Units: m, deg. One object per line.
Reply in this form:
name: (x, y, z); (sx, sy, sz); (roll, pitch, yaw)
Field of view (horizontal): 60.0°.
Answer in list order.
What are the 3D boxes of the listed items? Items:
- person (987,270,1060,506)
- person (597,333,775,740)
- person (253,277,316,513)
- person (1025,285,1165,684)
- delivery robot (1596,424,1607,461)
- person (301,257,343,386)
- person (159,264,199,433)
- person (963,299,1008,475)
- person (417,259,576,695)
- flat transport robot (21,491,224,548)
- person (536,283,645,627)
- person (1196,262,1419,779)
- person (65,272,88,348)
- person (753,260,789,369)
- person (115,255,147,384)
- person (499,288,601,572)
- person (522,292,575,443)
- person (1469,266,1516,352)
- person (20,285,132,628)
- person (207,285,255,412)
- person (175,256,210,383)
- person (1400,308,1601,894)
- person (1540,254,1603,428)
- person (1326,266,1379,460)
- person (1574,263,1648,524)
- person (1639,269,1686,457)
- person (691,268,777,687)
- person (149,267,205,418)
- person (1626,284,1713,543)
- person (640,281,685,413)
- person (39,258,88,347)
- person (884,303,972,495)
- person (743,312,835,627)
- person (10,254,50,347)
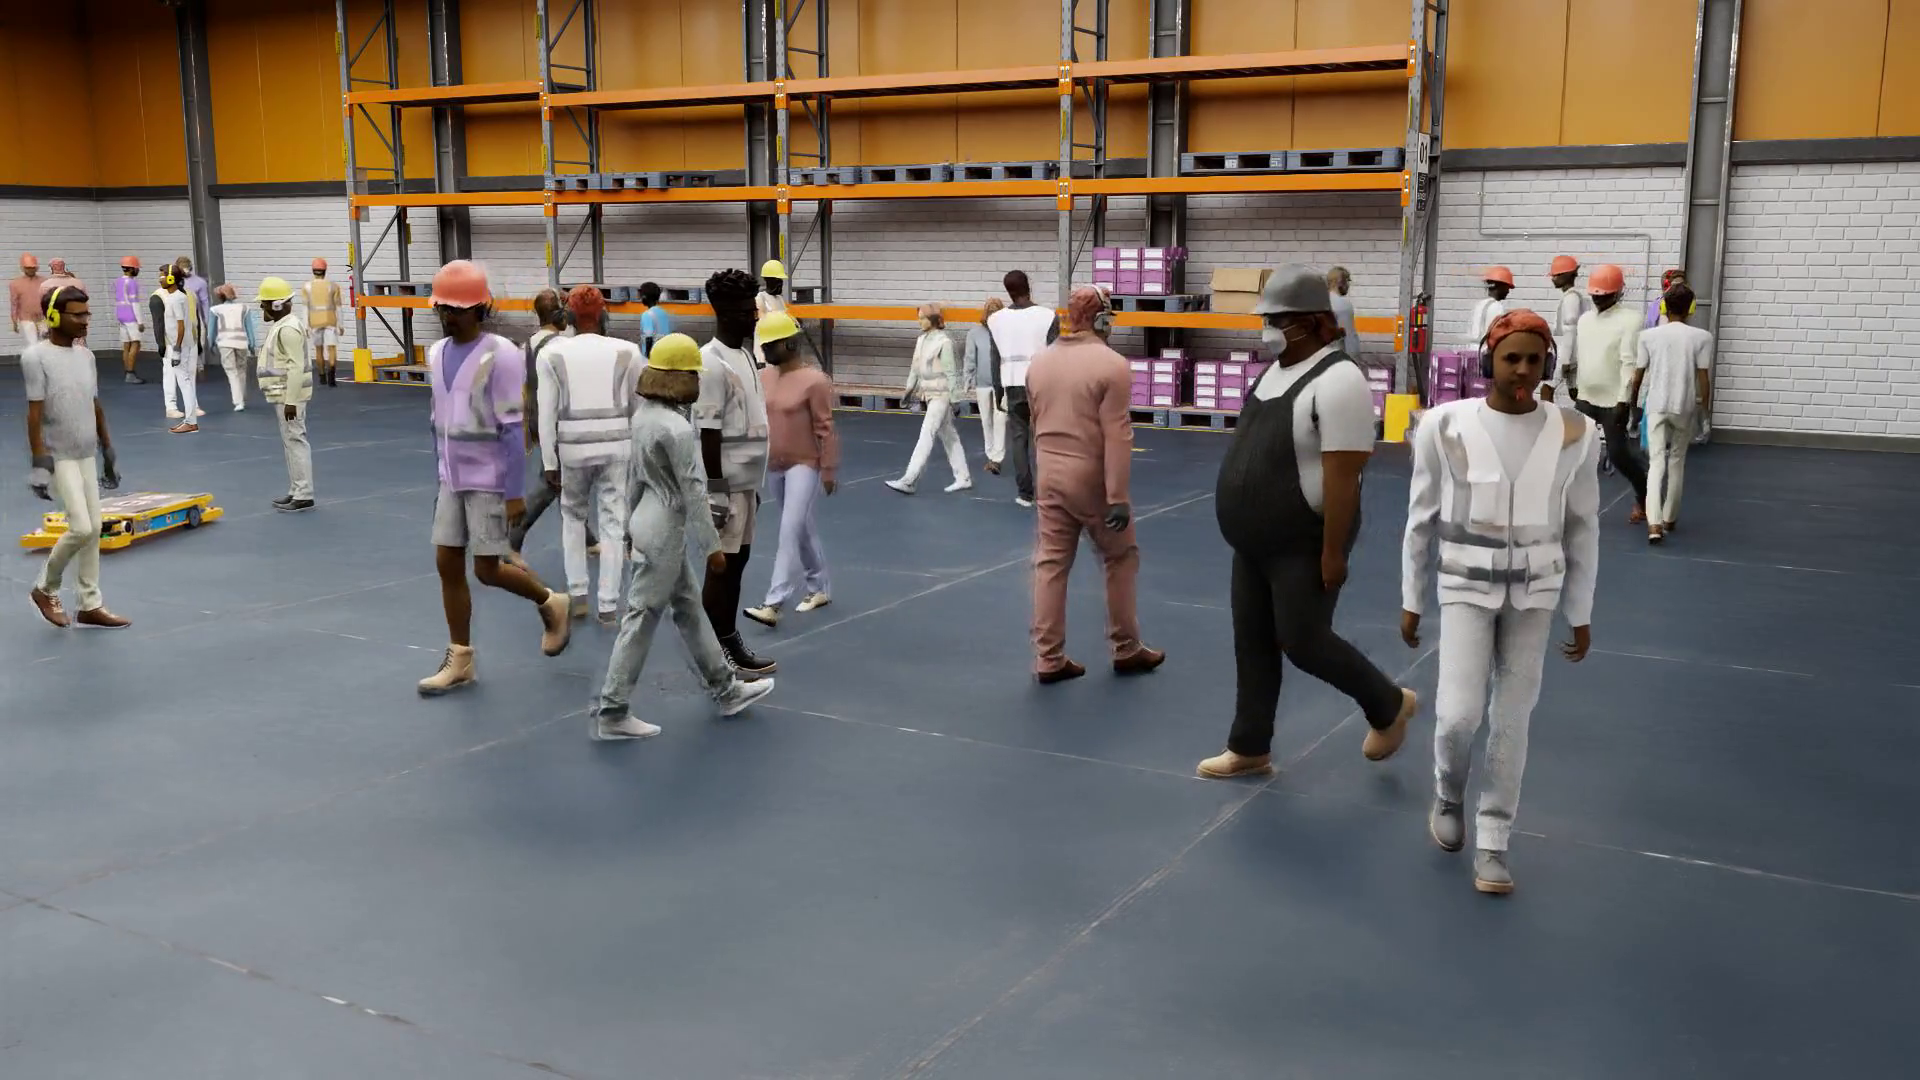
person: (0.547, -1.199, 13.267); (0.710, 1.878, 0.365); (3, 11, 19)
person: (-1.159, -0.013, 7.016); (0.867, 1.694, 0.505); (-5, 11, -24)
person: (-5.261, -1.128, 12.977); (0.403, 1.827, 0.600); (-5, 11, -26)
person: (0.670, -0.269, 7.955); (0.815, 1.876, 0.680); (-9, 14, -43)
delivery robot: (5.696, -0.937, 15.242); (0.477, 0.478, 0.707); (-1, 10, -9)
person: (-9.446, -3.229, 24.659); (0.559, 1.912, 0.864); (-3, 10, -17)
person: (-8.694, -2.121, 18.483); (0.327, 1.874, 0.518); (-4, 11, -21)
person: (0.288, -1.387, 15.127); (0.498, 1.589, 0.896); (2, 10, 13)
person: (-2.201, -0.301, 7.783); (0.620, 2.013, 0.760); (7, 12, 35)
flat transport robot: (-5.959, -0.158, 11.900); (0.652, 0.197, 1.431); (1, 10, 5)
person: (-2.003, -0.461, 9.120); (0.583, 1.868, 0.578); (-2, 10, -13)
person: (1.350, -0.068, 6.380); (0.764, 2.000, 0.689); (-3, 10, -17)
person: (-15.147, -3.750, 28.382); (0.498, 1.633, 0.282); (-7, 12, -33)
person: (-1.928, -1.914, 17.153); (0.384, 1.924, 0.593); (4, 11, 19)
person: (-12.565, -3.334, 25.193); (0.640, 1.933, 0.437); (8, 13, 38)
person: (-2.663, -0.710, 10.695); (0.950, 1.813, 0.509); (-10, 14, -43)
person: (-4.247, -1.804, 17.456); (0.765, 1.606, 0.509); (1, 10, 5)
person: (5.047, -1.713, 16.170); (0.974, 1.884, 0.628); (1, 10, 4)
person: (-4.750, -0.427, 8.914); (0.429, 1.858, 0.555); (2, 10, 9)
person: (-9.189, -2.421, 20.997); (0.516, 1.584, 0.866); (-9, 13, -42)
person: (-11.657, -3.318, 25.108); (0.638, 1.923, 0.431); (-5, 11, -28)
person: (1.733, 0.195, 5.360); (0.601, 1.871, 0.448); (1, 10, 6)
person: (6.226, -1.890, 16.828); (0.994, 1.999, 0.616); (4, 11, 24)
person: (3.520, -1.672, 15.924); (1.040, 1.888, 0.641); (-1, 10, -8)
person: (4.785, -1.045, 12.177); (0.805, 1.955, 0.626); (-5, 11, -28)
person: (6.919, -1.746, 16.446); (0.393, 1.842, 0.564); (3, 10, 14)
person: (-1.071, -0.289, 7.840); (0.361, 1.964, 0.617); (1, 10, 8)
person: (-9.466, -2.395, 20.162); (0.431, 1.836, 0.619); (5, 11, 25)
person: (4.996, -0.891, 11.719); (0.554, 1.813, 0.964); (4, 11, 22)
person: (-3.316, -2.025, 18.484); (0.473, 1.687, 0.542); (3, 10, 14)
person: (-12.480, -2.963, 23.170); (0.403, 1.904, 0.637); (7, 12, 36)
person: (-0.248, -1.163, 13.842); (0.871, 1.591, 0.506); (-4, 11, -23)
person: (-0.977, -0.390, 9.155); (0.529, 1.708, 0.911); (7, 12, 33)
person: (-14.219, -3.412, 25.552); (0.646, 1.965, 0.787); (-8, 13, -37)
